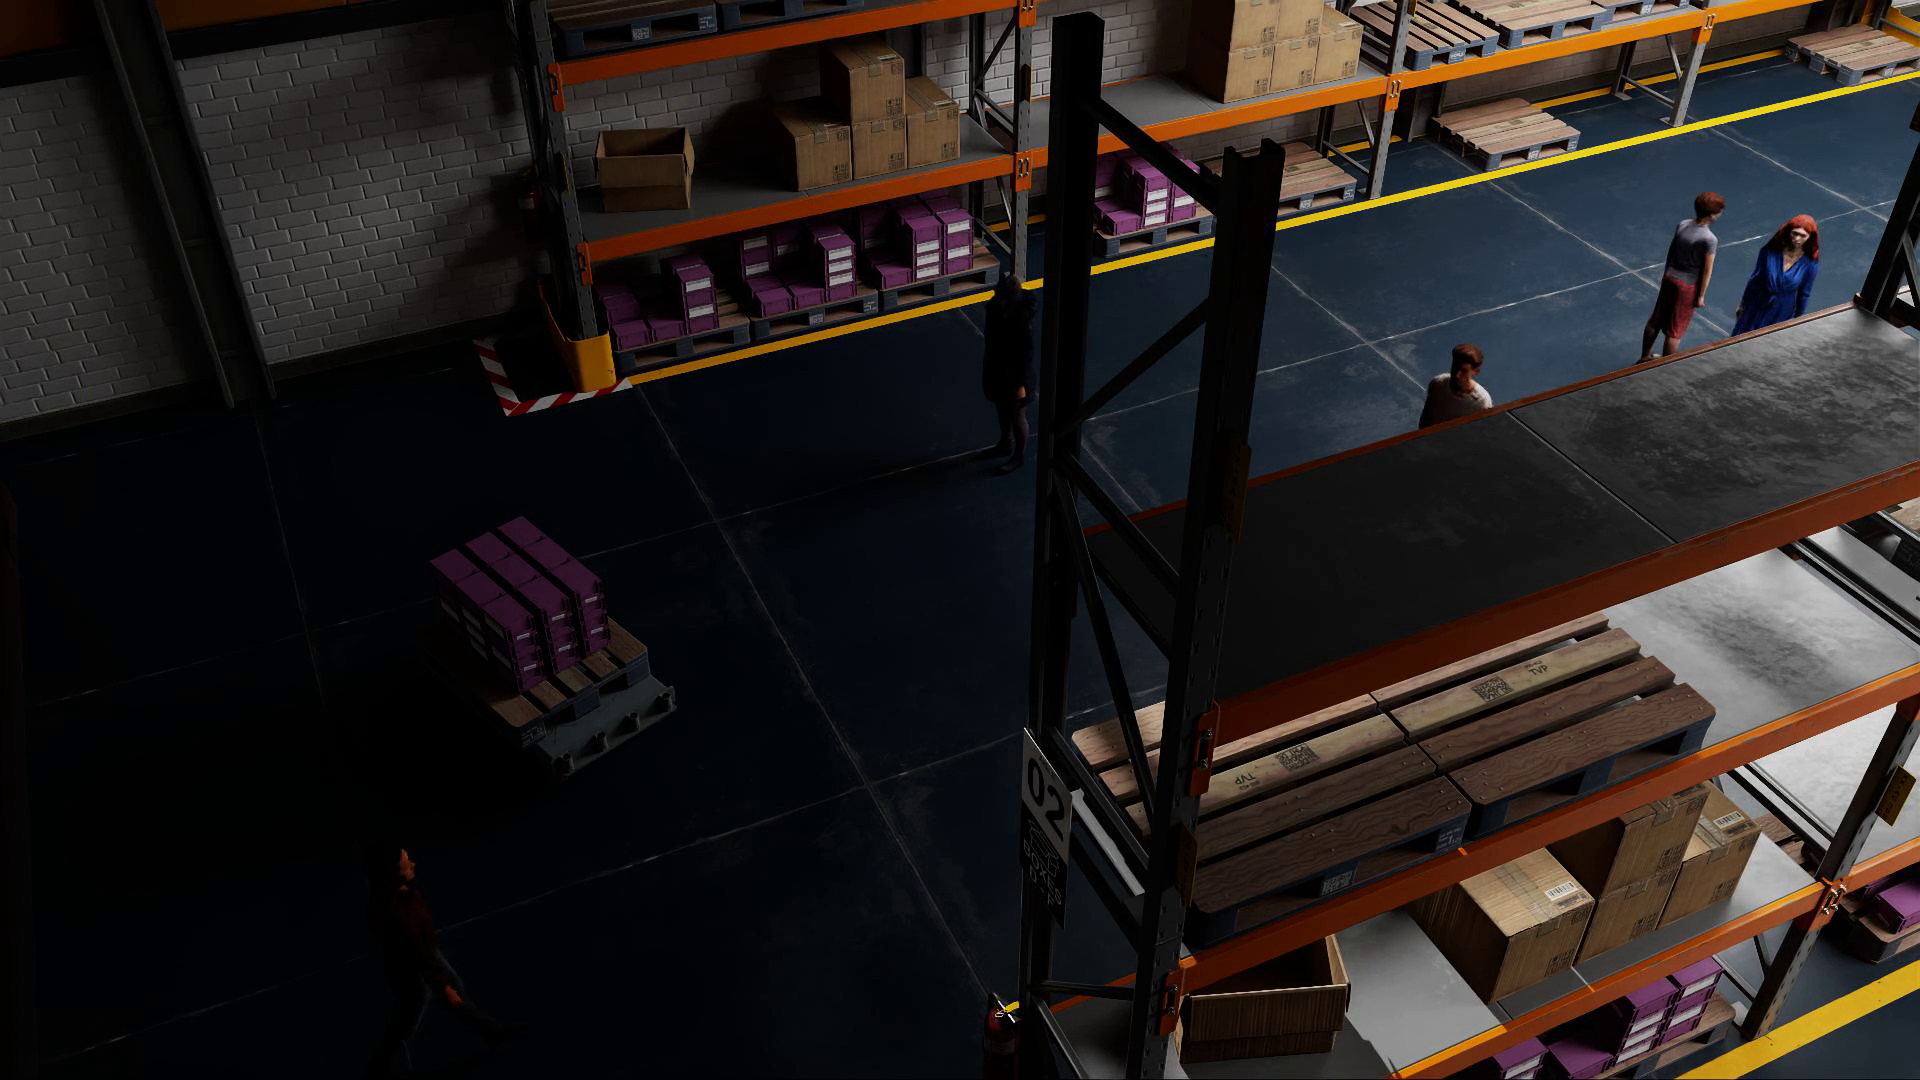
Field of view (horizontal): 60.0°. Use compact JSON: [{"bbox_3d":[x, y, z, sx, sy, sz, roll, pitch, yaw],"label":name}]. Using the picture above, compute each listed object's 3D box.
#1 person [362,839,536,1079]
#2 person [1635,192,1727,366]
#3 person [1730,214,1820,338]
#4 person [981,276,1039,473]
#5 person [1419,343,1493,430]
[{"bbox_3d":[-2.827,2.184,8.323,1.130,1.734,0.682,-15,41,-18],"label":"person"},{"bbox_3d":[5.967,-2.108,13.765,0.503,1.649,0.580,-17,42,-20],"label":"person"},{"bbox_3d":[6.456,-1.806,13.252,0.815,1.817,0.885,25,45,28],"label":"person"},{"bbox_3d":[0.385,-1.276,12.703,0.659,1.674,0.687,-20,43,-23],"label":"person"},{"bbox_3d":[3.448,-0.611,11.707,0.831,1.879,0.899,27,46,30],"label":"person"}]
